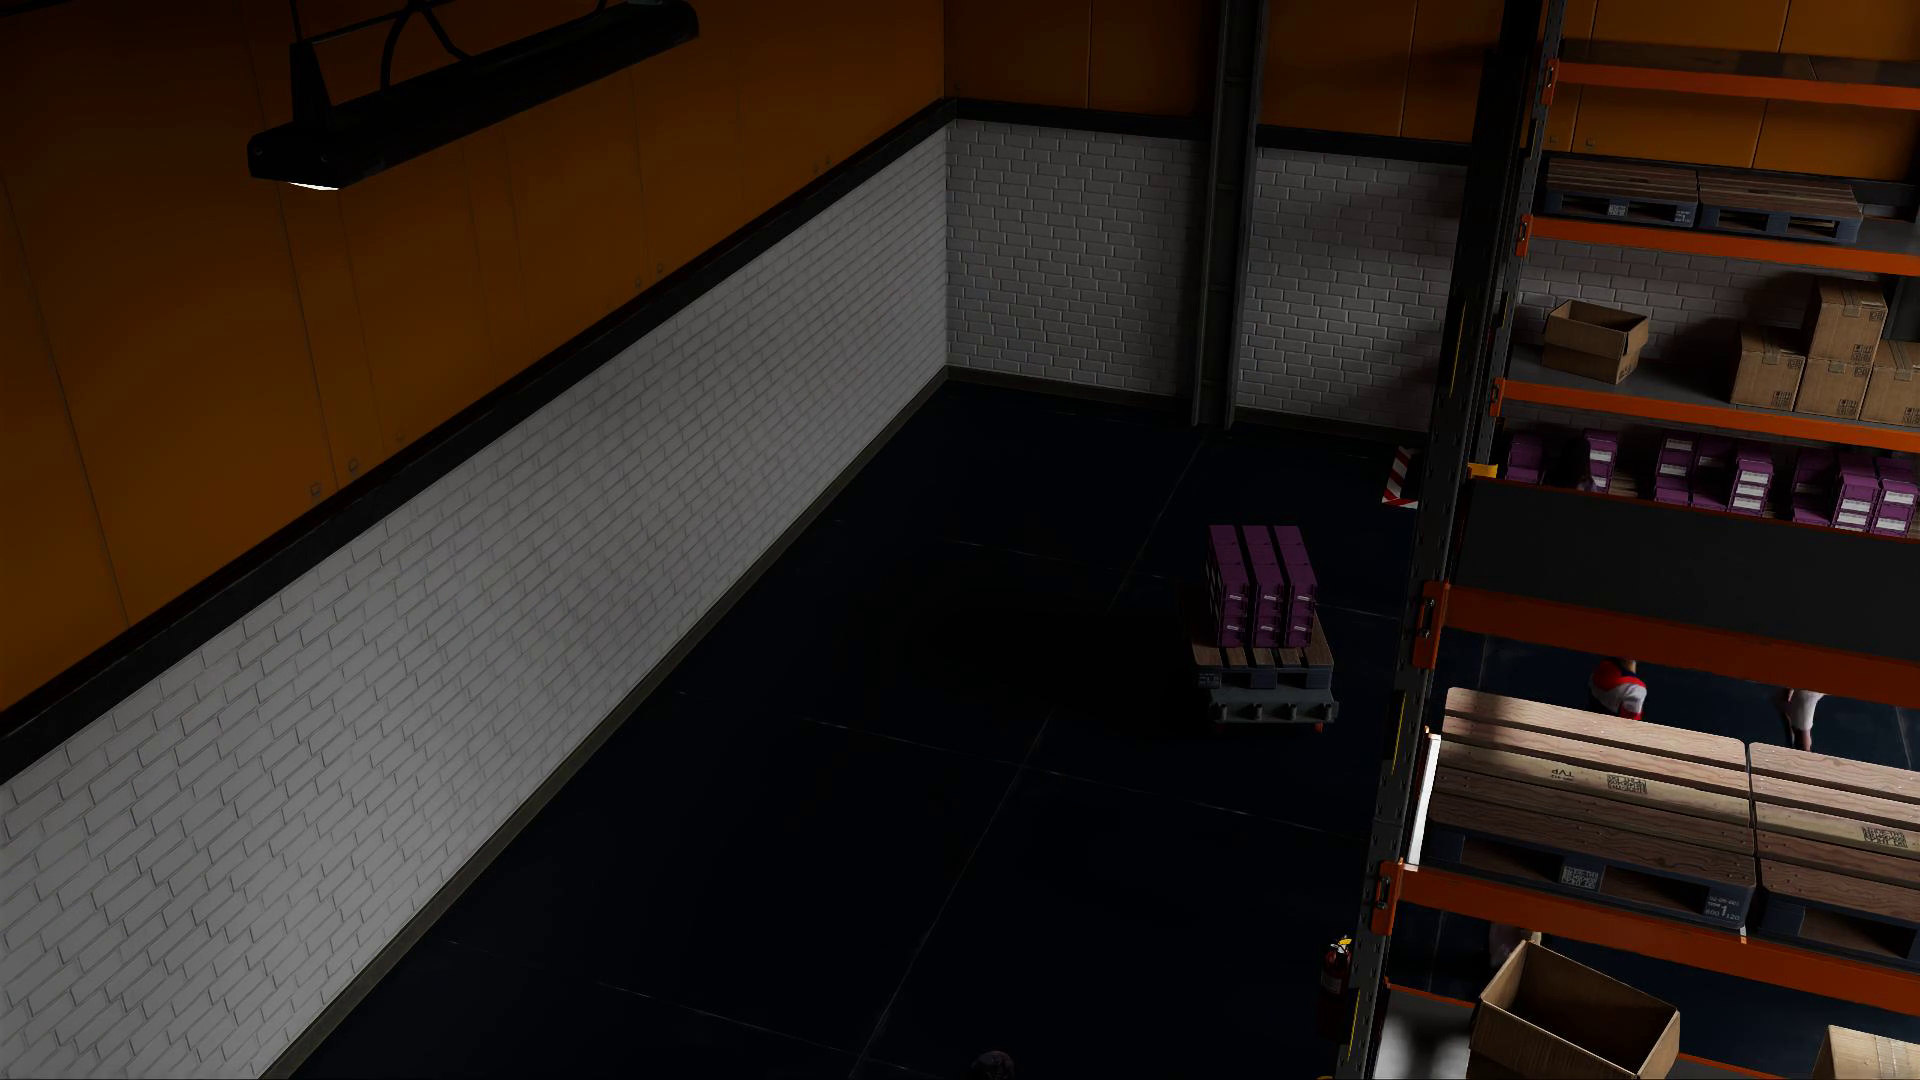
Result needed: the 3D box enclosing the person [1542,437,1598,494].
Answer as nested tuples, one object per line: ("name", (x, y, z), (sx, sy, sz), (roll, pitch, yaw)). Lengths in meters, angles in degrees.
("person", (4.742, -0.019, 13.148), (0.525, 1.733, 0.698), (20, 34, 32))
